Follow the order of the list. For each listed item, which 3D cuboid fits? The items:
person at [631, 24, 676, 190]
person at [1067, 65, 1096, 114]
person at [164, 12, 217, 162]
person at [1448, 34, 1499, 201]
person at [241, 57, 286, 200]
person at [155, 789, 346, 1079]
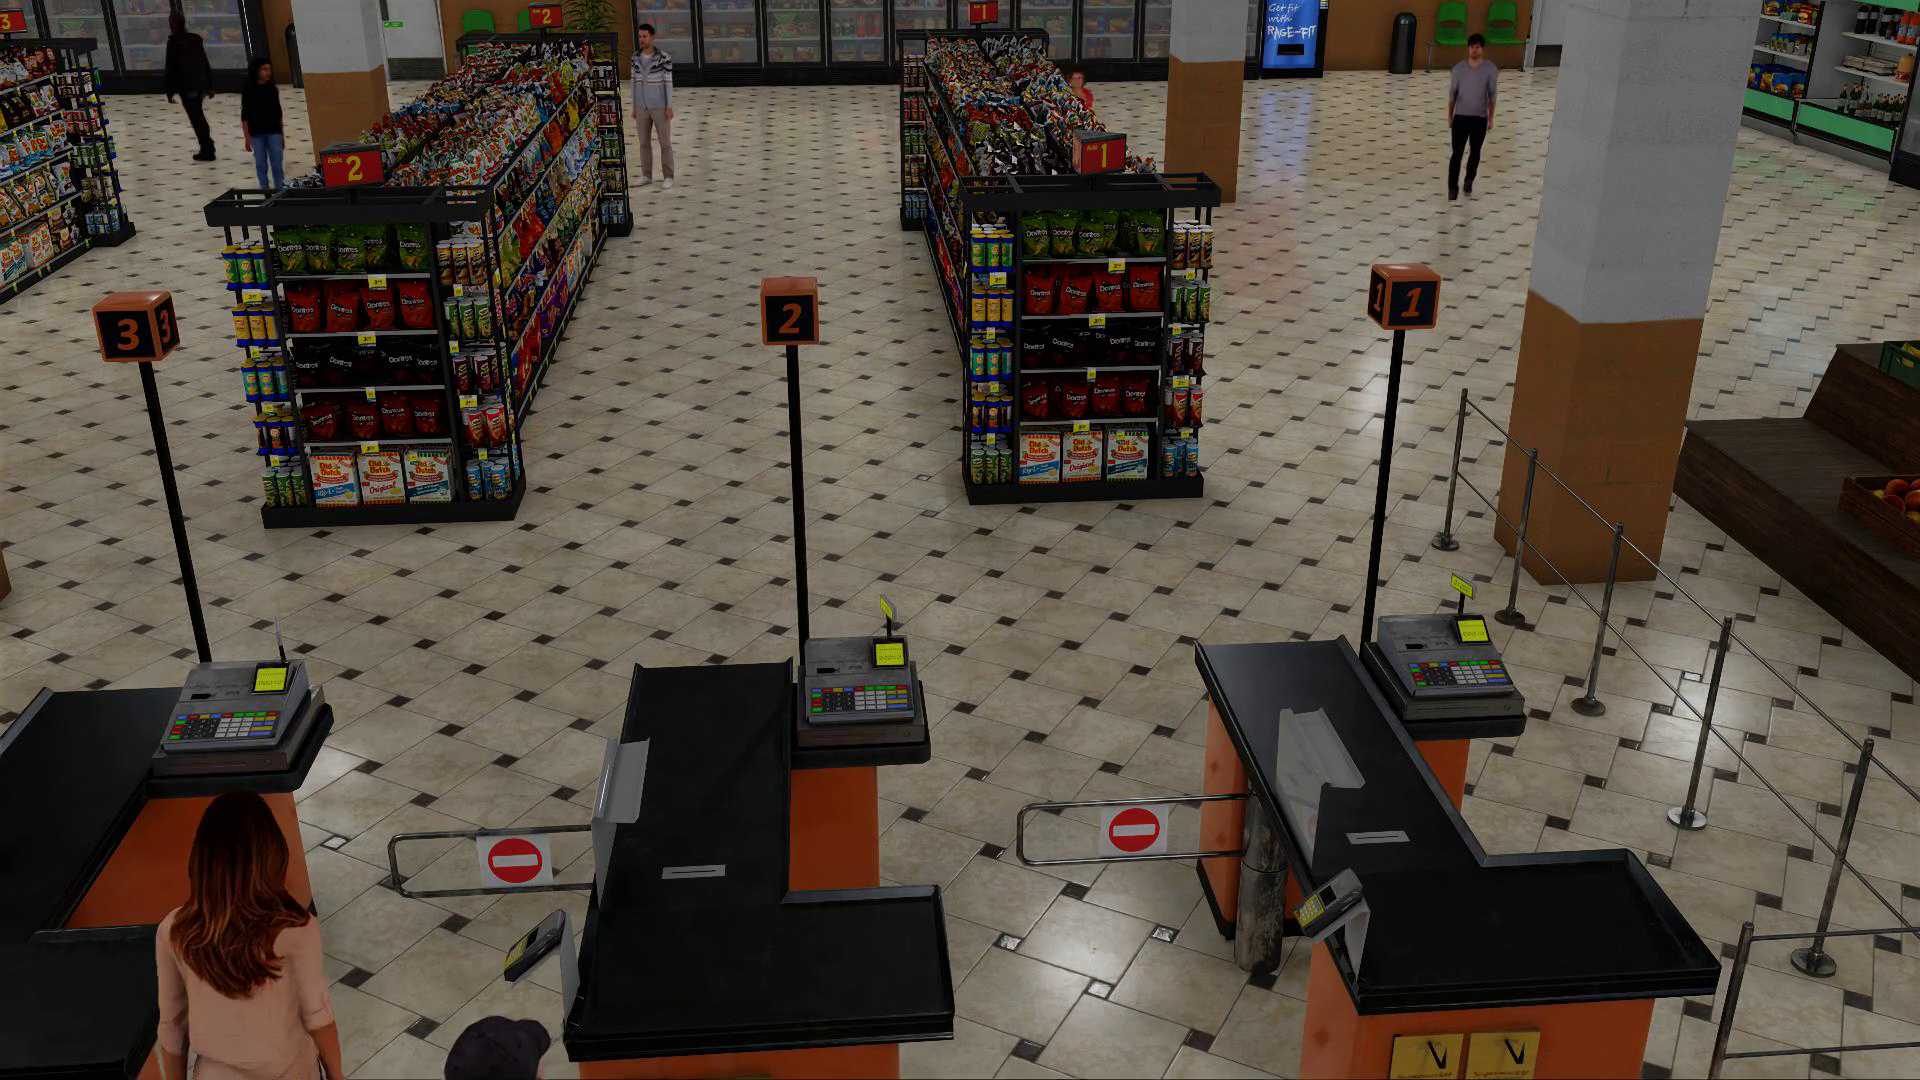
[{"bbox_3d":[-3.590,-5.077,19.426,0.758,1.862,0.714,7,25,16],"label":"person"},{"bbox_3d":[1.253,-4.405,18.283,0.891,1.548,1.148,-15,28,-30],"label":"person"},{"bbox_3d":[-9.551,-5.667,20.835,0.907,1.814,0.803,11,26,24],"label":"person"},{"bbox_3d":[5.785,-4.767,18.799,0.931,1.798,1.254,6,24,13],"label":"person"},{"bbox_3d":[-7.545,-4.342,18.018,0.892,1.645,1.245,-10,26,-23],"label":"person"},{"bbox_3d":[-1.869,1.542,4.418,0.647,1.767,0.770,-1,24,-1],"label":"person"}]
